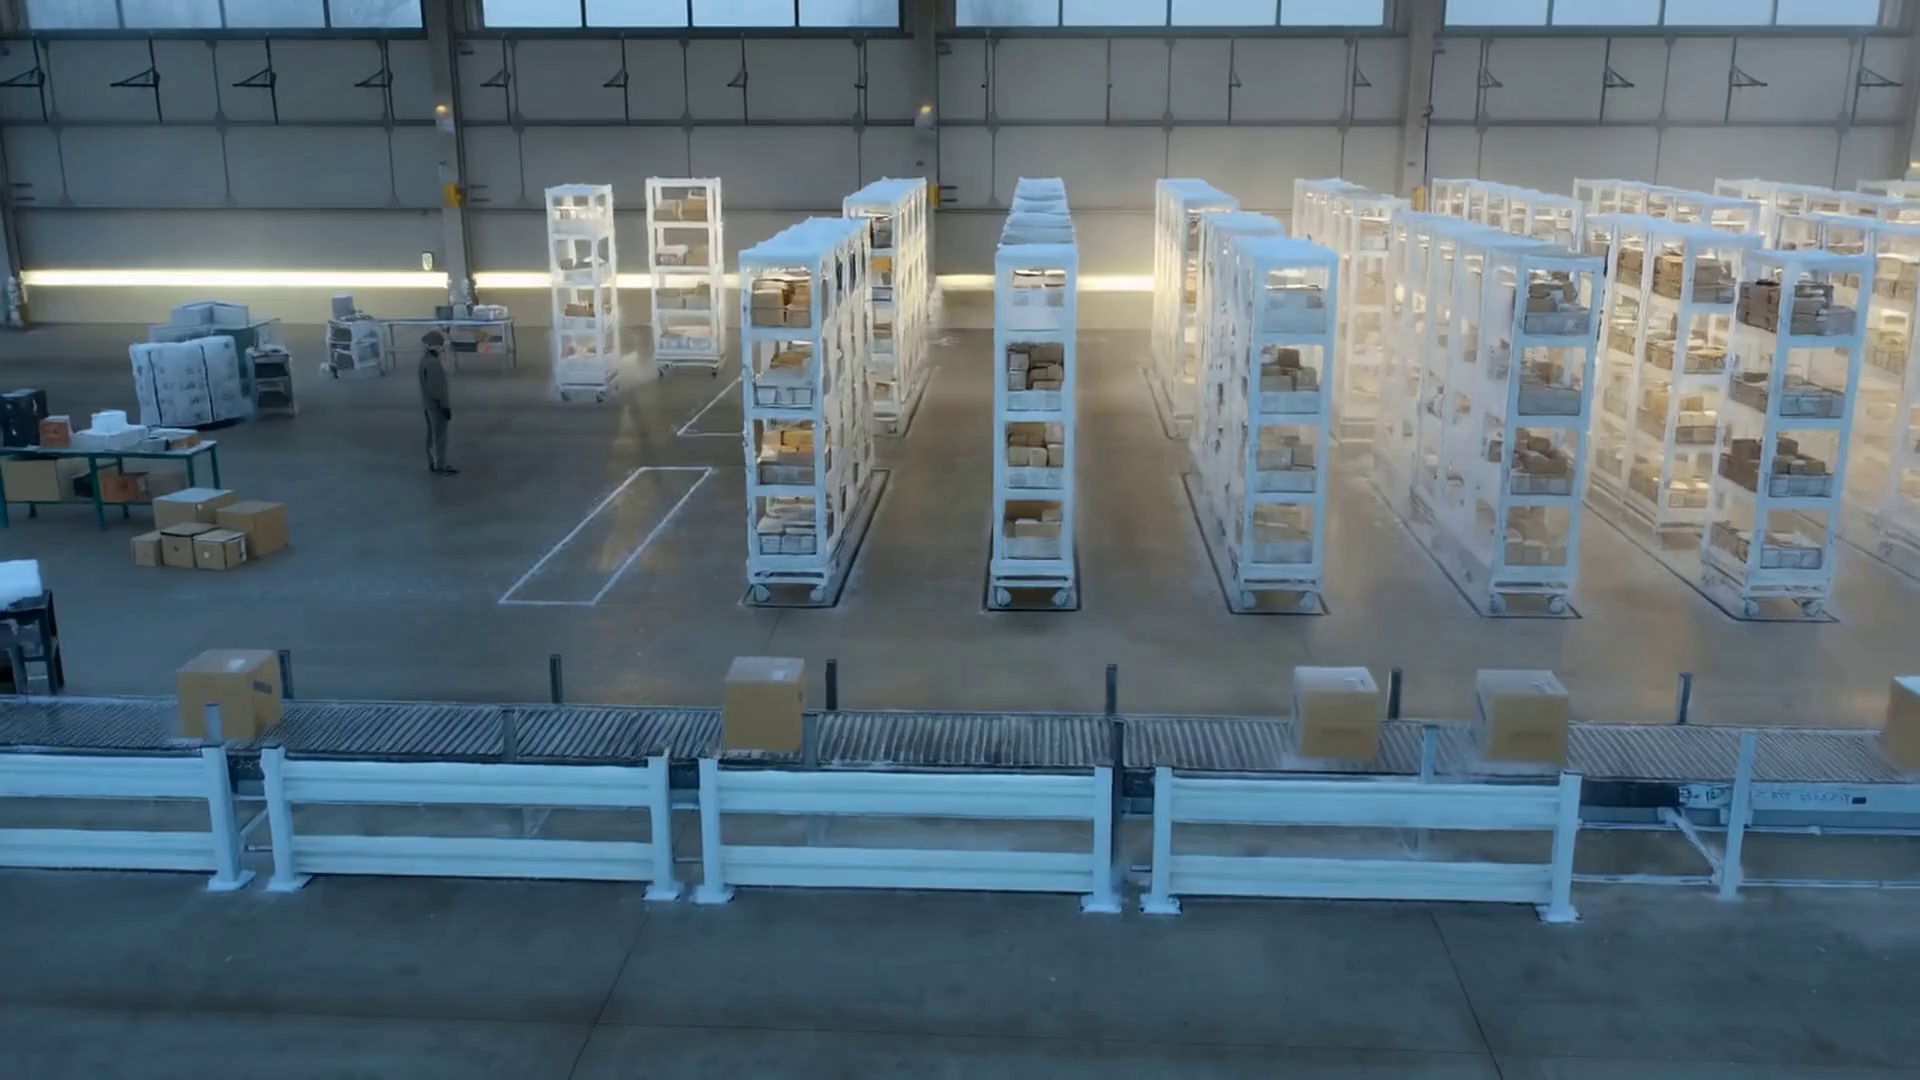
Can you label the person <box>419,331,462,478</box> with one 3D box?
[{"bbox_3d":[-7.103,-1.841,22.593,0.379,1.996,0.610,-13,20,-40],"label":"person"}]
